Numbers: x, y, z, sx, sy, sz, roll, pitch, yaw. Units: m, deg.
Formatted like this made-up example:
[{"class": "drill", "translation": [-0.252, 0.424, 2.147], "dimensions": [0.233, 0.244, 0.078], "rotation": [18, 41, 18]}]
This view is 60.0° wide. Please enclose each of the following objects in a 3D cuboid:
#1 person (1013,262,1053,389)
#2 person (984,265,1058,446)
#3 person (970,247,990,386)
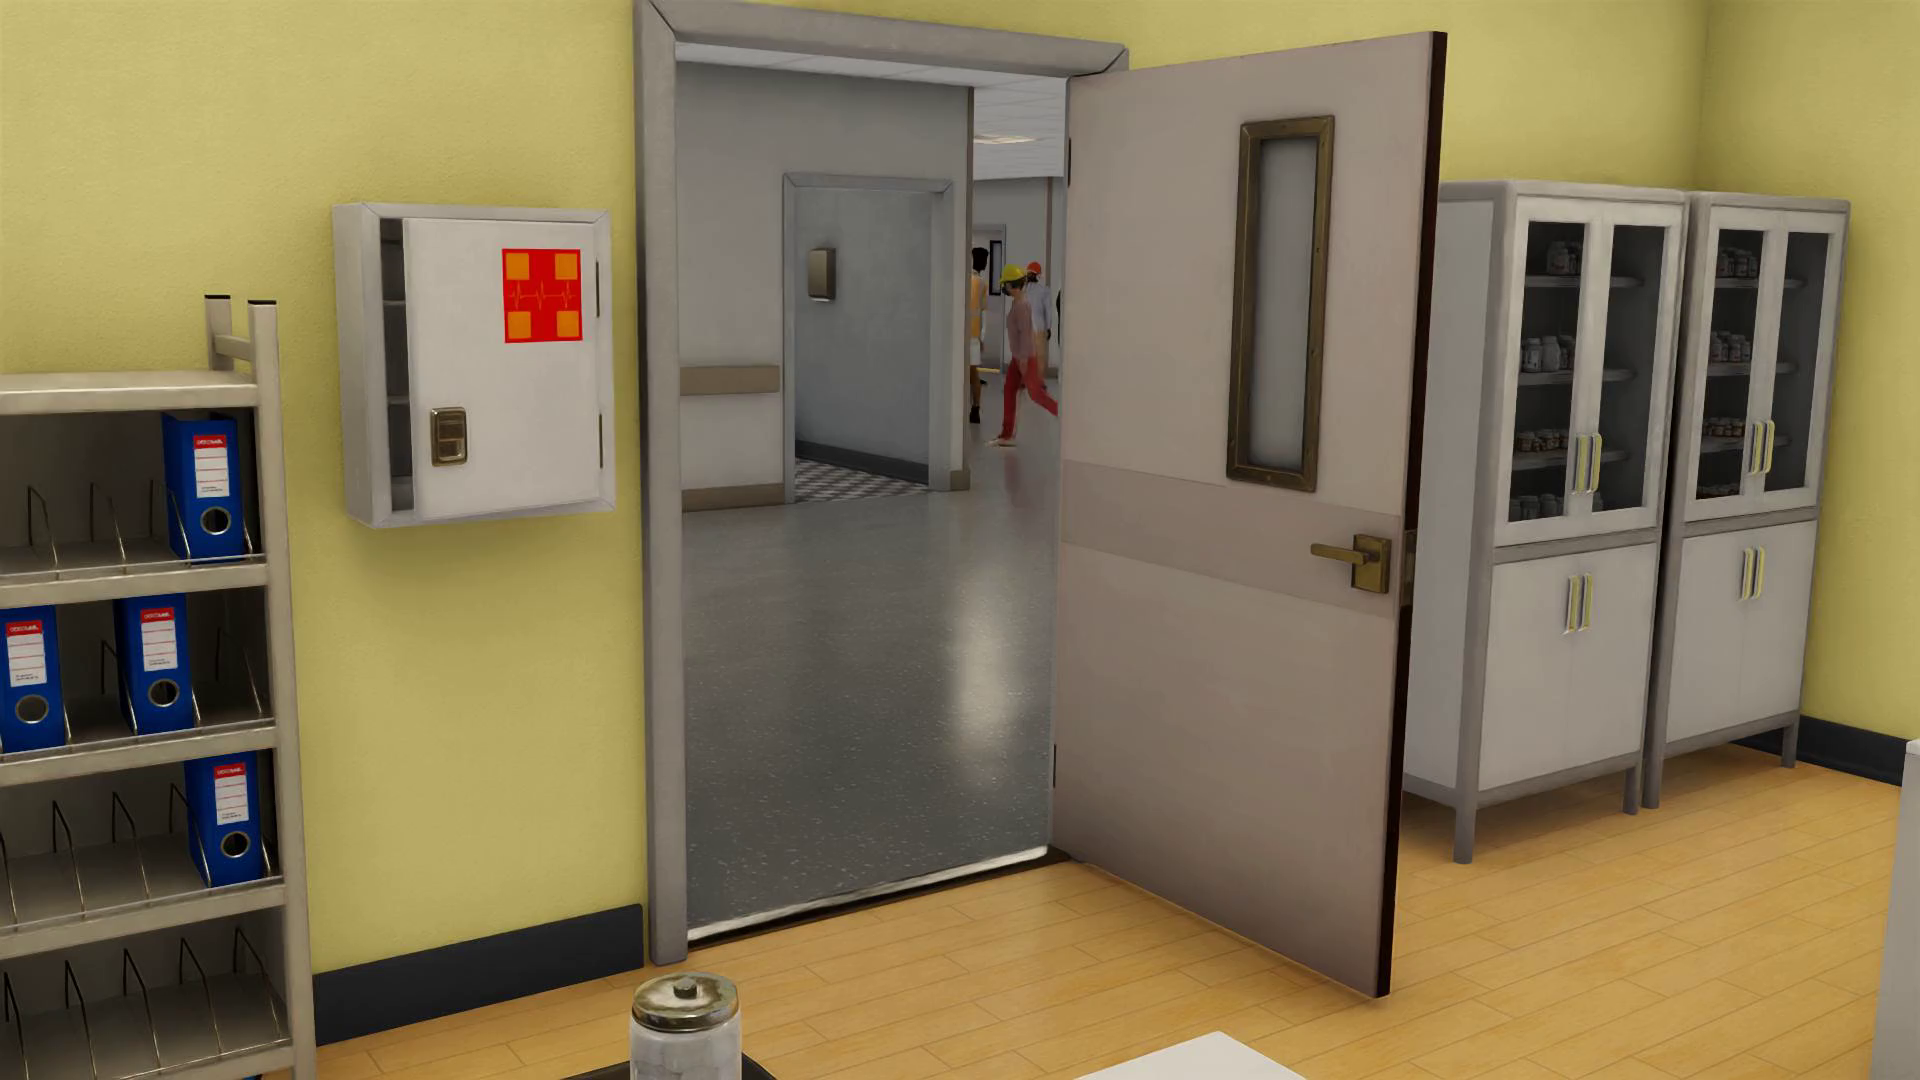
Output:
[{"class": "person", "translation": [0.997, -2.945, 22.898], "dimensions": [0.573, 1.750, 0.332], "rotation": [3, 10, 14]}, {"class": "person", "translation": [0.692, -1.724, 15.682], "dimensions": [0.842, 1.727, 0.551], "rotation": [0, 10, -6]}, {"class": "person", "translation": [0.216, -3.136, 23.386], "dimensions": [0.387, 1.954, 0.610], "rotation": [-1, 10, -13]}]
